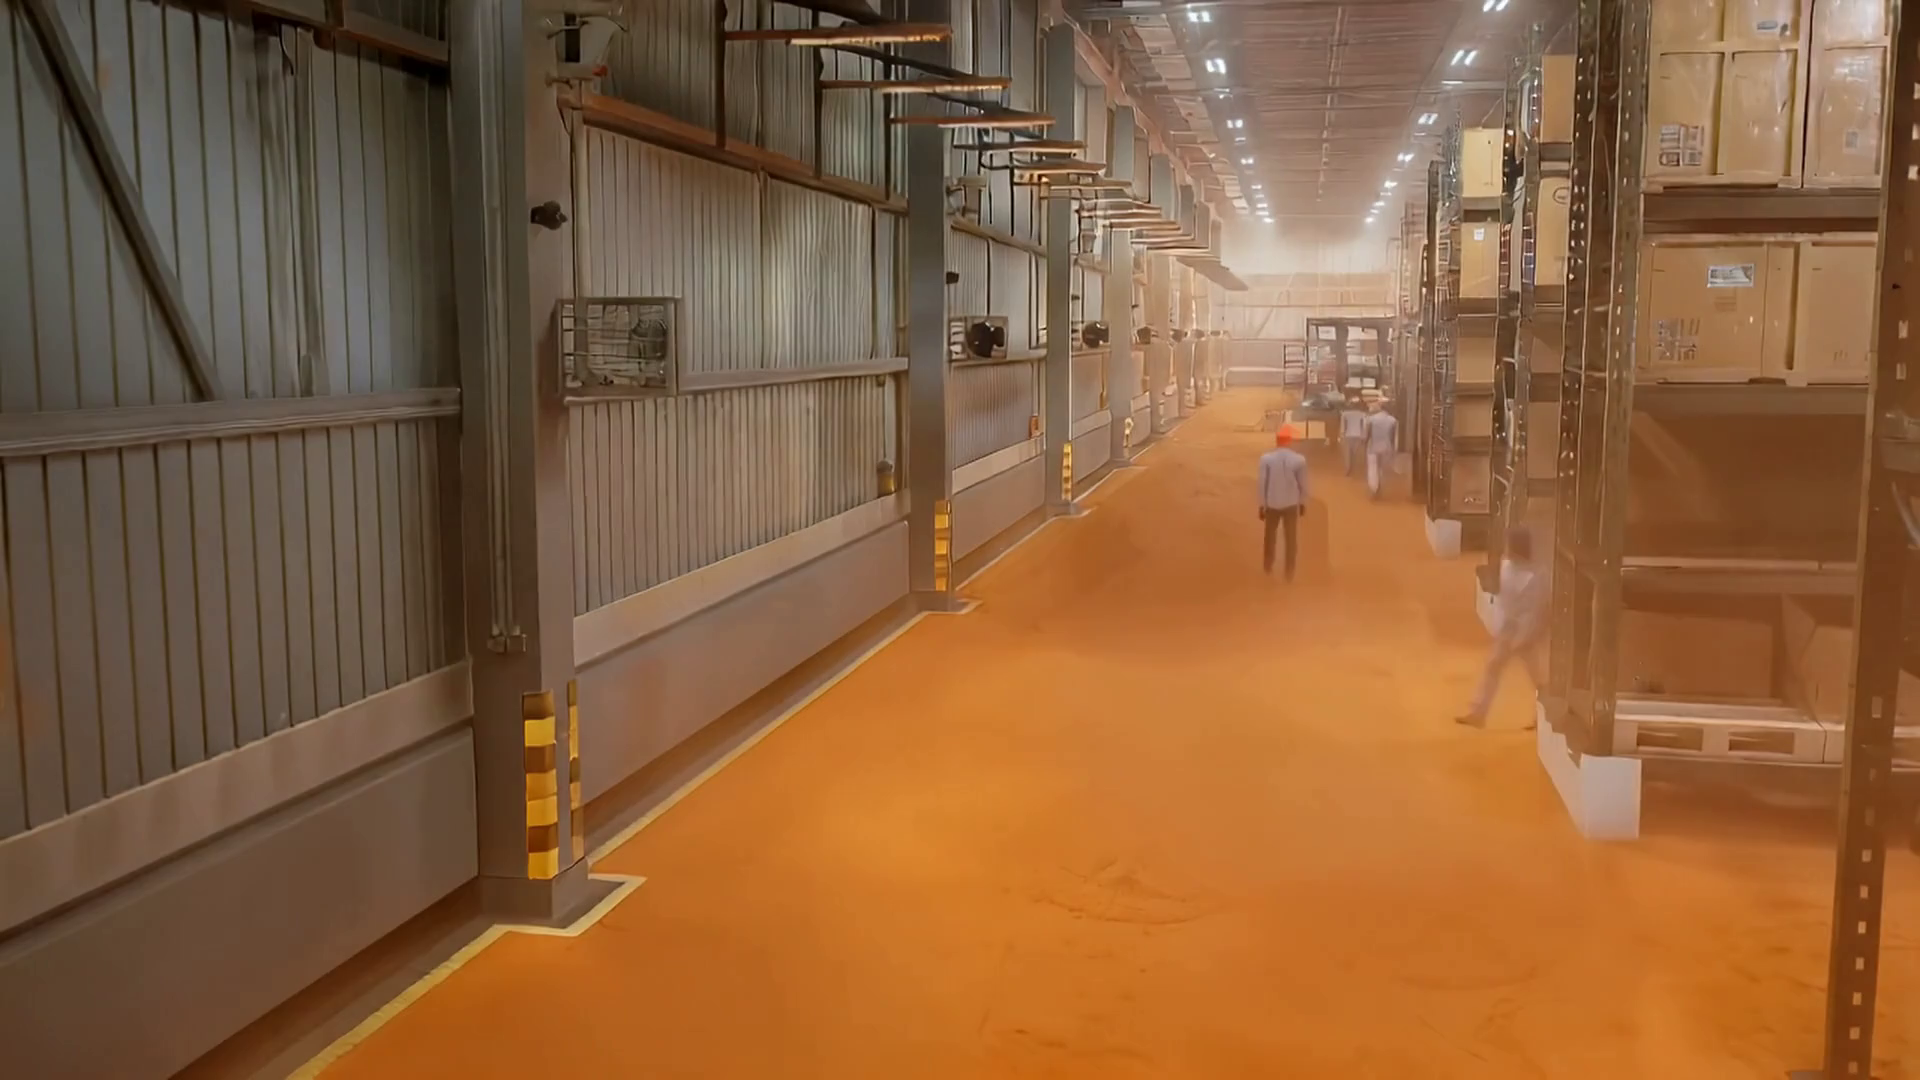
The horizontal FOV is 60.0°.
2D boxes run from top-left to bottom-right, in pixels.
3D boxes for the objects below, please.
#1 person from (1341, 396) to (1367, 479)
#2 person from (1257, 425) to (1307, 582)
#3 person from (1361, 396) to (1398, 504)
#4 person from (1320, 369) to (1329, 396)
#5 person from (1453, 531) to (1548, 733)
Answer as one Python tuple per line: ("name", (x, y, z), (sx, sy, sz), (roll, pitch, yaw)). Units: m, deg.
("person", (8.372, -2.182, 35.343), (0.557, 1.739, 0.714), (1, 7, 9))
("person", (4.042, -0.468, 20.890), (0.648, 1.932, 1.064), (0, 7, 2))
("person", (7.546, -1.608, 29.929), (0.621, 1.958, 0.635), (1, 7, 12))
("person", (13.237, -5.314, 60.161), (0.841, 1.805, 0.602), (0, 7, 3))
("person", (4.236, 0.717, 12.737), (0.854, 1.589, 0.530), (-3, 8, -22))
